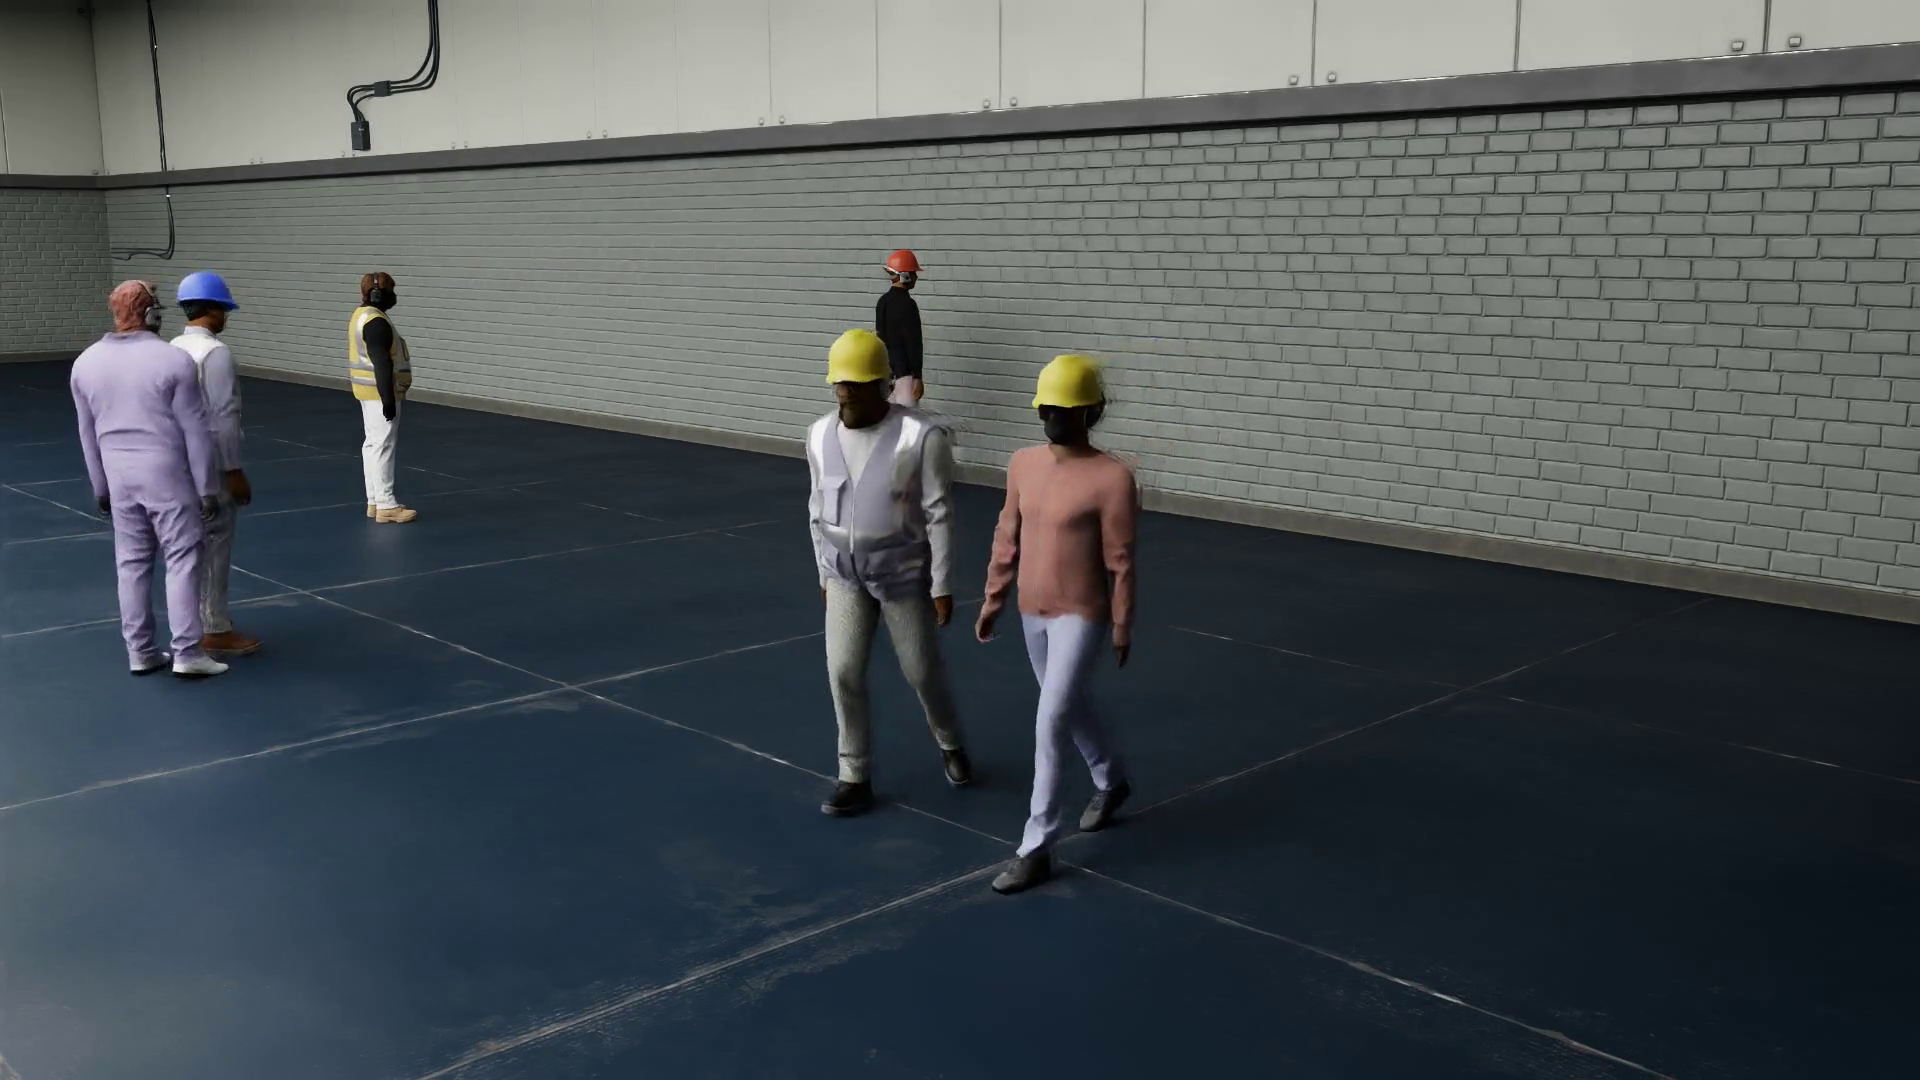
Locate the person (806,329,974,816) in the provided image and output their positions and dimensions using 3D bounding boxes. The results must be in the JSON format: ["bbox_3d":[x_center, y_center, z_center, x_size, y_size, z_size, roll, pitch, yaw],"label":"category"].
[{"bbox_3d":[-0.246,0.098,6.200,0.620,1.790,0.765,5,11,24],"label":"person"}]

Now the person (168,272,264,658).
[{"bbox_3d":[-3.831,-0.387,8.492,0.668,1.913,0.446,9,14,41],"label":"person"}]

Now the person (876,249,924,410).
[{"bbox_3d":[-0.470,-1.348,13.503,0.375,1.995,0.611,-6,12,-30],"label":"person"}]

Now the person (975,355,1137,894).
[{"bbox_3d":[0.373,0.232,5.623,0.864,1.733,0.524,-9,14,-42],"label":"person"}]

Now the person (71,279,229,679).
[{"bbox_3d":[-3.851,-0.288,7.970,0.645,1.908,0.408,2,11,9],"label":"person"}]

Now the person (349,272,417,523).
[{"bbox_3d":[-4.299,-1.068,12.393,0.429,1.842,0.633,-6,12,-29],"label":"person"}]
